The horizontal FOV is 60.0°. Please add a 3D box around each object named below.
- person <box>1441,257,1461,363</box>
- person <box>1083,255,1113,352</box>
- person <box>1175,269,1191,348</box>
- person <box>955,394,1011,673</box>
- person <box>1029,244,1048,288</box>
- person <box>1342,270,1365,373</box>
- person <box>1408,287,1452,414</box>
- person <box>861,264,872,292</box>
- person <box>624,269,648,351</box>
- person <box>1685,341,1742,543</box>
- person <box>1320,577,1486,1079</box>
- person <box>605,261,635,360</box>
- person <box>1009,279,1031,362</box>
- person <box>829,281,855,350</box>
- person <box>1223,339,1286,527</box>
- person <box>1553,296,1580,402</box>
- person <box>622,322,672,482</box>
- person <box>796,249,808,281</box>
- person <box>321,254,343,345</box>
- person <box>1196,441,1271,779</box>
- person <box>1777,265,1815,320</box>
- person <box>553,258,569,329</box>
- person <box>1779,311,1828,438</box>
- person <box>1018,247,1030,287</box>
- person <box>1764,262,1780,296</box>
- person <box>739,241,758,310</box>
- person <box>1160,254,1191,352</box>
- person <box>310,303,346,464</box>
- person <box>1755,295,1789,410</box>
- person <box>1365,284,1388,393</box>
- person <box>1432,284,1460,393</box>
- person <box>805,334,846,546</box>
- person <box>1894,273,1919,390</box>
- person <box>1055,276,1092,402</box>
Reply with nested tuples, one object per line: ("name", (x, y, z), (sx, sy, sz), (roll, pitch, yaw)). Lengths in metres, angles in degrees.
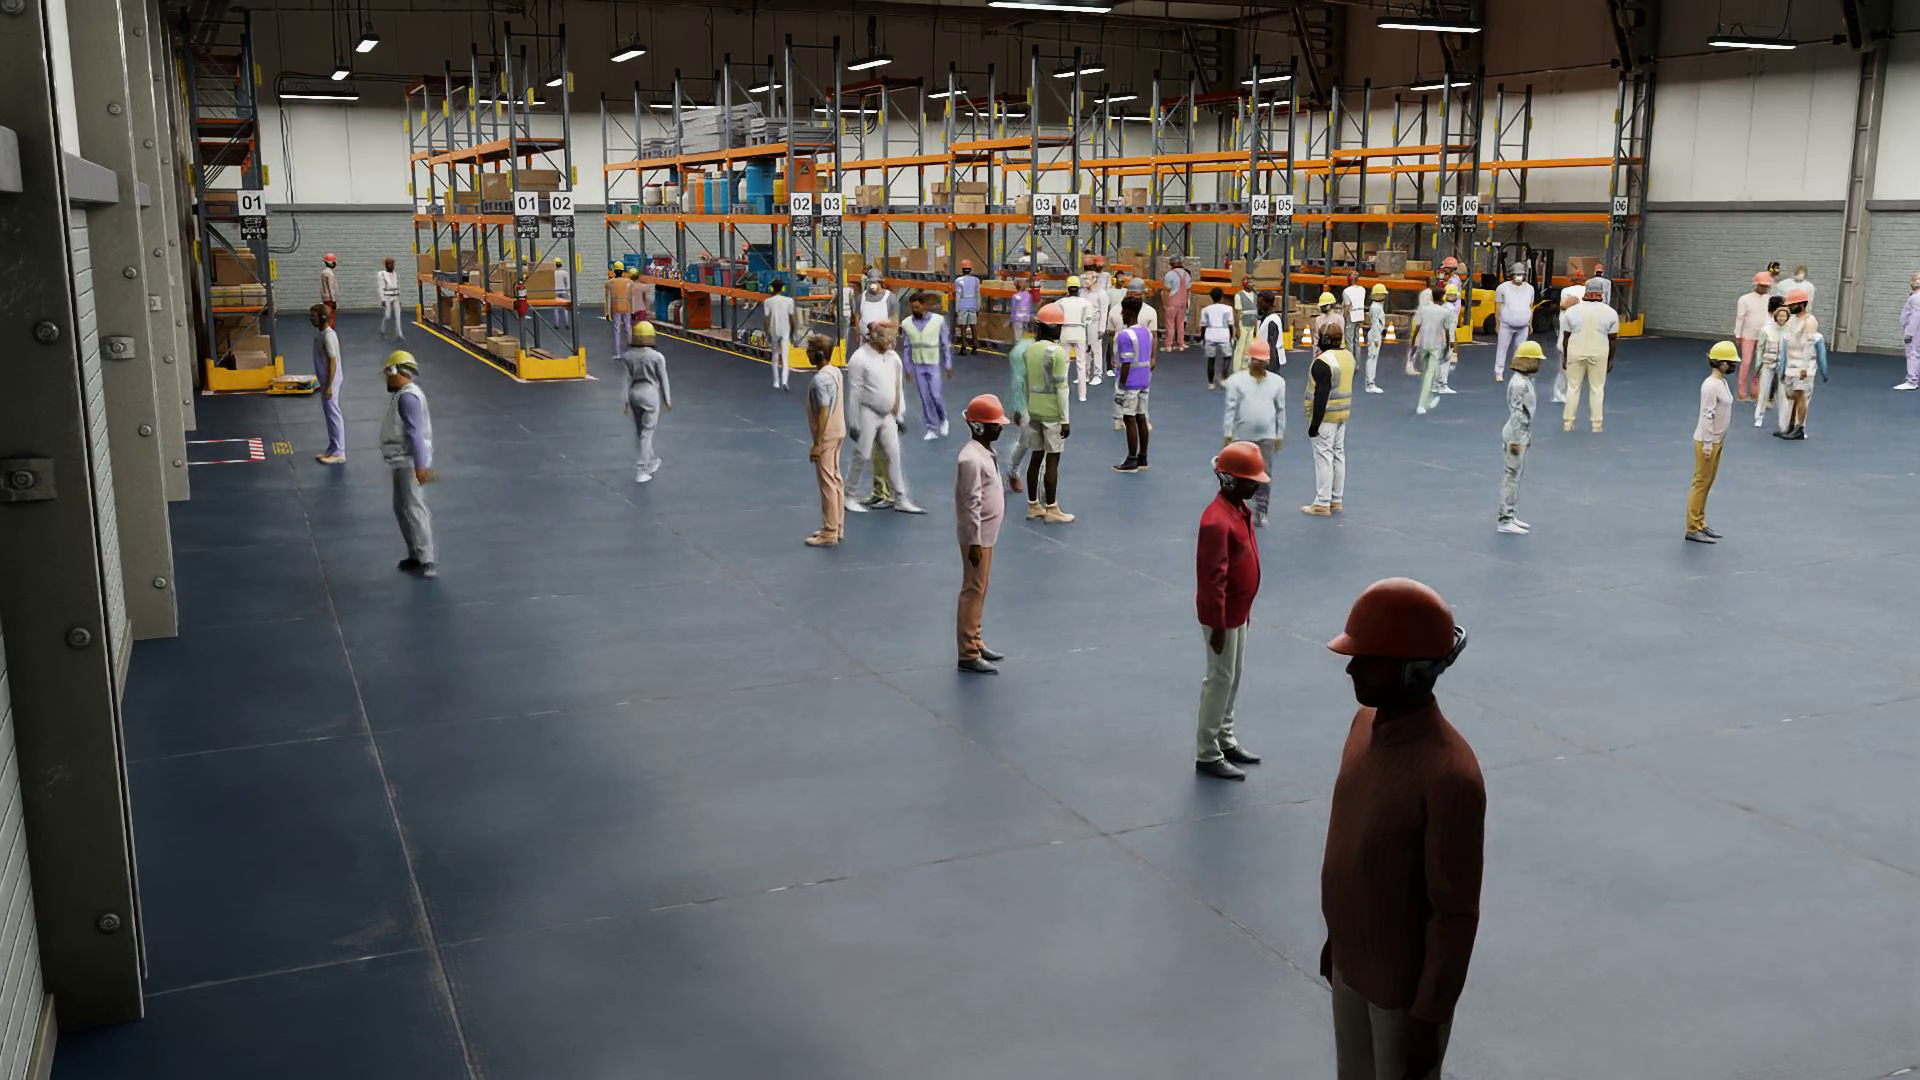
("person", (9.434, -4.424, 32.047), (0.419, 2.034, 0.605), (3, 11, 13))
("person", (2.866, -4.869, 34.352), (0.609, 2.019, 0.668), (-4, 12, -19))
("person", (4.756, -4.933, 35.508), (0.321, 1.686, 0.539), (-2, 11, -10))
("person", (0.148, -0.048, 10.510), (0.342, 1.748, 0.573), (2, 11, 9))
("person", (2.476, -8.438, 52.794), (0.686, 1.887, 0.620), (0, 11, -2))
("person", (7.067, -3.920, 29.951), (0.565, 1.846, 0.390), (-10, 15, -42))
("person", (6.849, -2.752, 24.119), (0.577, 1.804, 0.970), (9, 14, 39))
("person", (-2.249, -5.899, 40.546), (0.265, 1.632, 0.508), (4, 12, 20))
("person", (-6.689, -4.705, 34.228), (0.548, 1.726, 0.847), (-8, 13, -34))
("person", (6.632, -0.863, 14.617), (0.326, 1.767, 0.533), (8, 13, 34))
("person", (1.078, 1.070, 4.208), (0.377, 1.995, 0.612), (-2, 11, -12))
("person", (-6.694, -4.520, 32.786), (0.585, 1.928, 0.370), (-4, 12, -21))
("person", (1.177, -4.196, 31.923), (0.657, 1.619, 0.533), (10, 15, 42))
("person", (-2.406, -4.579, 33.949), (0.535, 1.609, 0.676), (-4, 12, -17))
("person", (2.732, -1.012, 15.459), (0.577, 1.730, 0.644), (0, 11, 1))
("person", (9.228, -2.881, 25.236), (0.381, 1.616, 0.522), (1, 11, 3))
("person", (-3.378, -1.517, 18.109), (0.489, 1.697, 0.884), (4, 12, 18))
("person", (-5.075, -8.282, 52.389), (0.575, 1.739, 0.348), (-2, 11, -10))
("person", (-13.773, -5.267, 36.451), (0.409, 1.986, 0.618), (-7, 13, -33))
("person", (1.392, 0.354, 8.506), (0.352, 1.738, 0.574), (4, 12, 21))
("person", (15.604, -4.185, 31.197), (0.719, 1.892, 0.415), (6, 13, 28))
("person", (-10.011, -6.152, 41.497), (0.533, 1.767, 0.326), (-5, 12, -24))
("person", (10.770, -2.103, 21.267), (0.389, 1.633, 0.531), (-8, 14, -36))
("person", (2.000, -7.813, 49.699), (0.576, 1.861, 0.686), (-2, 11, -11))
("person", (16.772, -4.816, 34.441), (0.314, 1.869, 0.537), (9, 14, 37))
("person", (-6.308, -7.852, 49.474), (0.617, 2.028, 0.409), (4, 12, 17))
("person", (4.461, -4.954, 34.709), (0.684, 2.000, 0.535), (-9, 14, -38))
("person", (-7.303, -1.802, 19.186), (0.346, 1.847, 0.506), (-6, 13, -27))
("person", (11.915, -2.720, 24.259), (0.535, 1.689, 0.465), (-6, 13, -28))
("person", (6.717, -3.249, 26.802), (0.295, 1.744, 0.484), (2, 11, 12))
("person", (7.822, -3.229, 26.700), (0.323, 1.742, 0.492), (-2, 11, -8))
("person", (-1.172, -0.864, 14.418), (0.343, 1.847, 0.507), (2, 11, 12))
("person", (15.583, -3.407, 27.190), (0.408, 1.908, 0.641), (9, 14, 38))
("person", (1.731, -3.073, 25.475), (0.587, 1.917, 0.403), (1, 11, 5))
